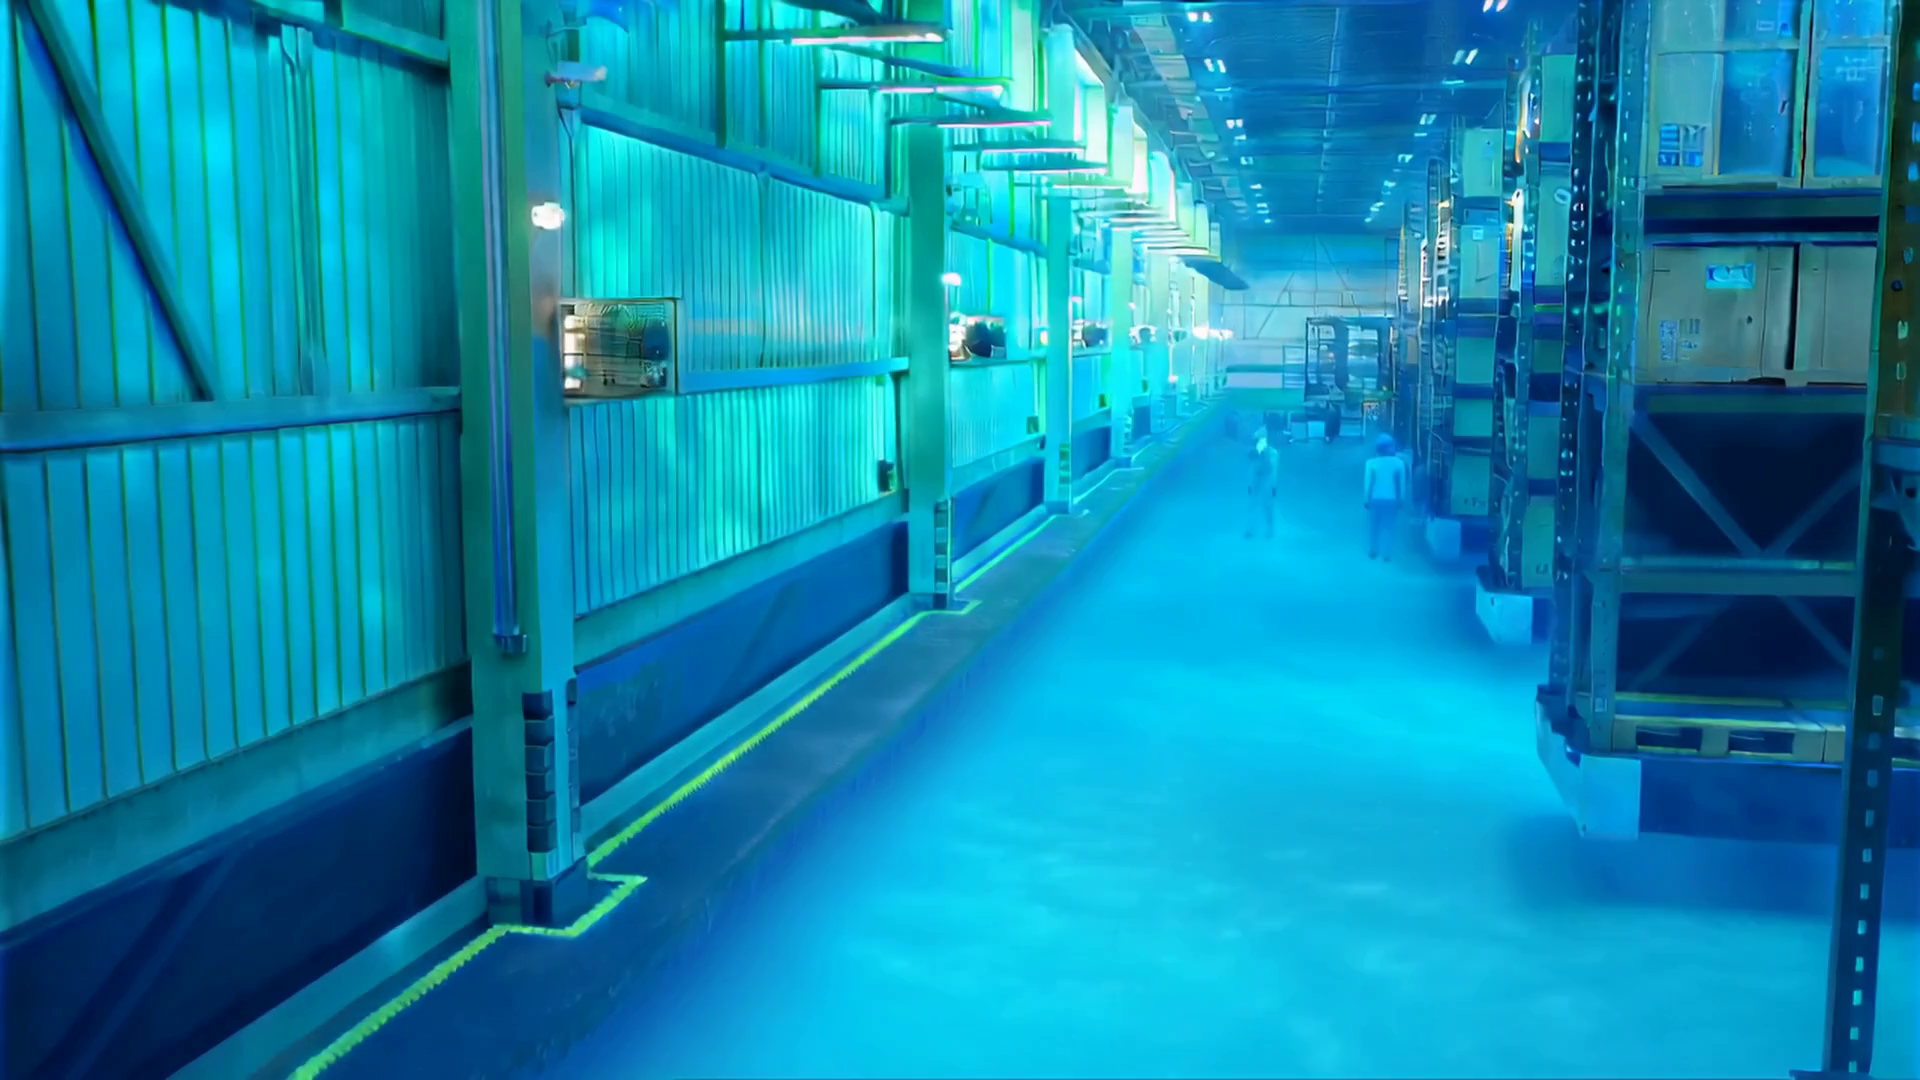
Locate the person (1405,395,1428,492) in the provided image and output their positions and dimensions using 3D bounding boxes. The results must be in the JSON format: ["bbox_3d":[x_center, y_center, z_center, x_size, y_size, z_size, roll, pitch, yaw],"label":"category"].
[{"bbox_3d":[9.118,-1.870,32.319,0.981,1.895,0.625,0,7,-3],"label":"person"}]

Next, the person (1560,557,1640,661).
[{"bbox_3d":[5.935,0.295,15.342,0.897,1.789,0.619,3,8,22],"label":"person"}]

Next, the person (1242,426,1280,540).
[{"bbox_3d":[4.505,-0.848,24.847,0.572,1.696,0.905,4,8,31],"label":"person"}]

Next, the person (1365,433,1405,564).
[{"bbox_3d":[5.737,-0.565,22.472,0.535,1.739,0.763,1,7,12],"label":"person"}]
